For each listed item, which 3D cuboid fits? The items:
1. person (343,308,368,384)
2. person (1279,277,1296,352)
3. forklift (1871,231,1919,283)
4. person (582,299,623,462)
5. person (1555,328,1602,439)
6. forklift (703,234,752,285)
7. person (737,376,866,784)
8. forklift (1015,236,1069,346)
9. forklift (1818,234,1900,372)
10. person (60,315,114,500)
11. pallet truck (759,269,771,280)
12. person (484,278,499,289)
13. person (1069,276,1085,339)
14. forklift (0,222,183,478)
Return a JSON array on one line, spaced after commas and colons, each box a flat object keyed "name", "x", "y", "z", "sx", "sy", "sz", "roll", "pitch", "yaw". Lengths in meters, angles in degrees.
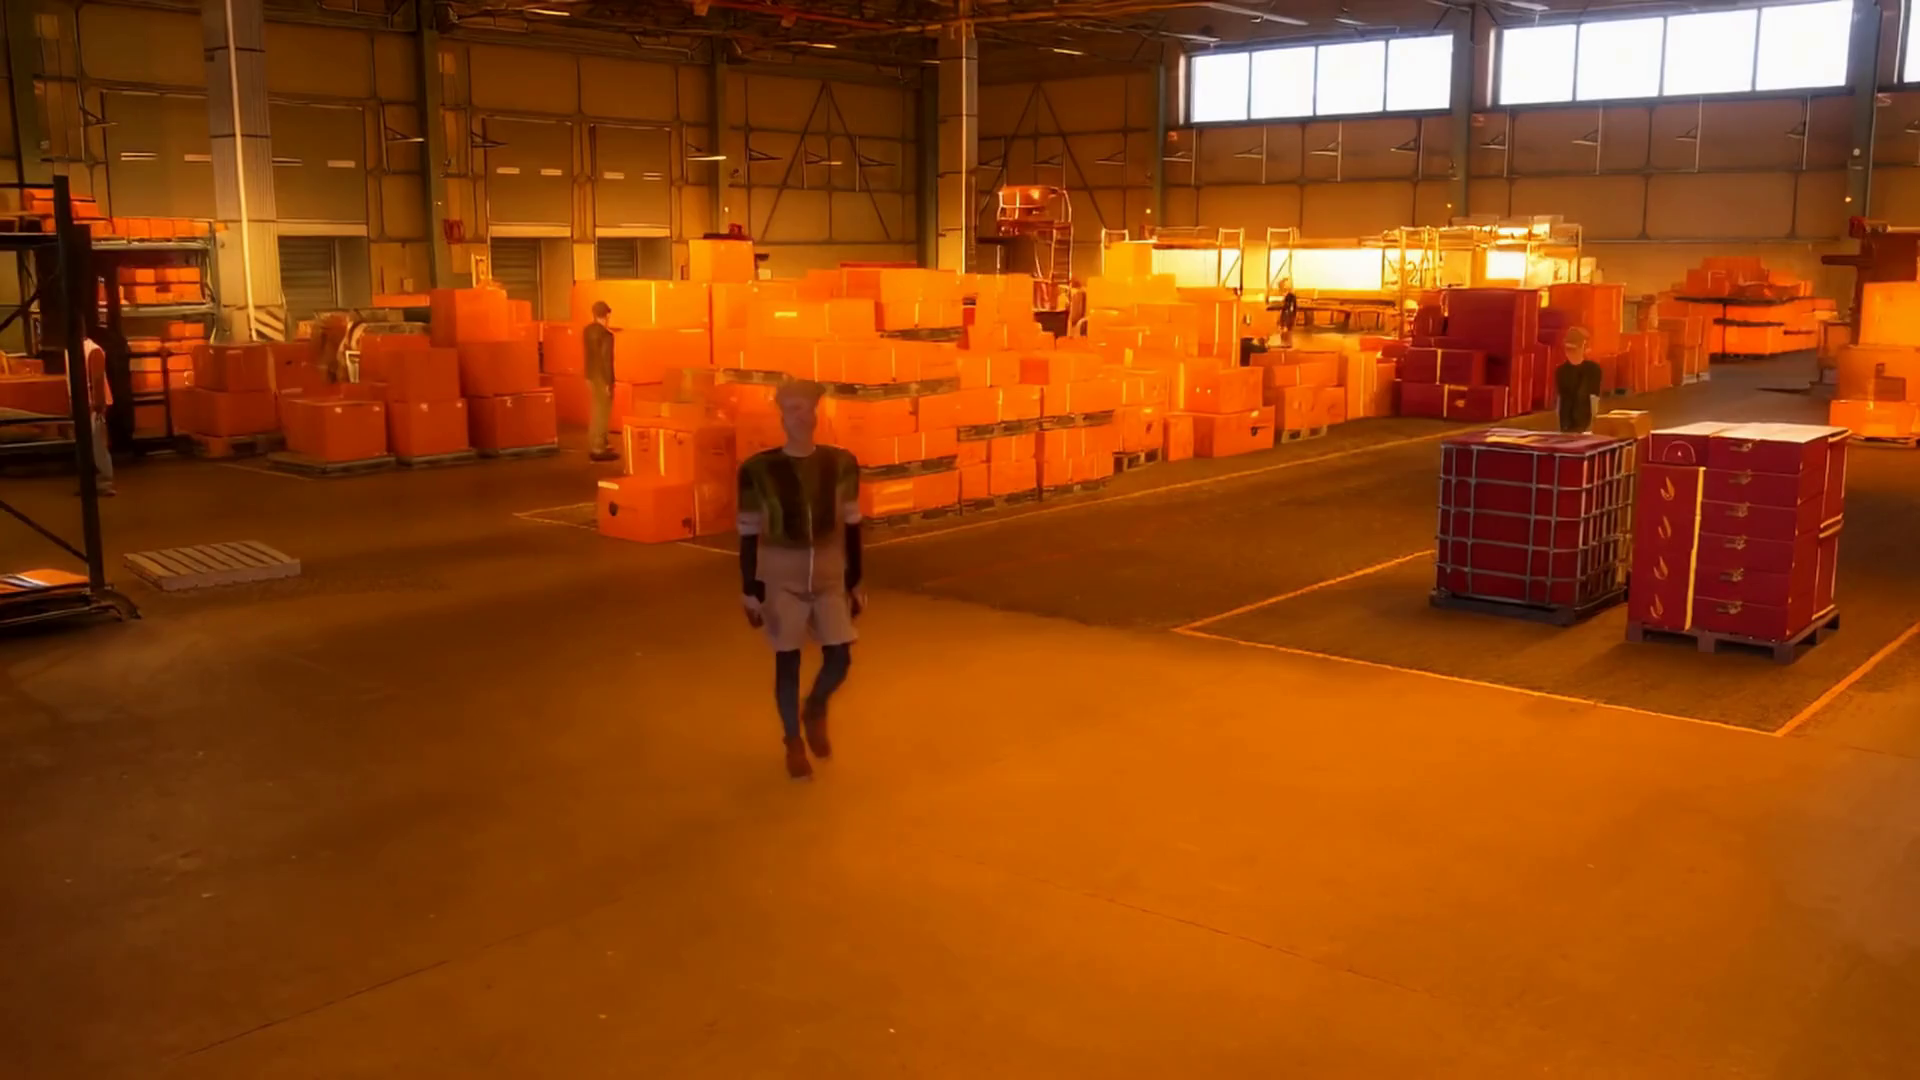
[{"name": "person", "x": -9.175, "y": -2.704, "z": 25.316, "sx": 0.522, "sy": 1.640, "sz": 0.306, "roll": 7, "pitch": 12, "yaw": 33}, {"name": "person", "x": 6.966, "y": -4.611, "z": 35.360, "sx": 0.453, "sy": 1.924, "sz": 0.568, "roll": 5, "pitch": 11, "yaw": 25}, {"name": "forklift", "x": 15.772, "y": -3.818, "z": 28.131, "sx": 1.873, "sy": 2.768, "sz": 1.129, "roll": 0, "pitch": 10, "yaw": 0}, {"name": "person", "x": -4.296, "y": -1.897, "z": 19.874, "sx": 0.352, "sy": 1.937, "sz": 0.635, "roll": -6, "pitch": 12, "yaw": -32}, {"name": "person", "x": 5.440, "y": -0.958, "z": 14.838, "sx": 0.907, "sy": 1.835, "sz": 0.537, "roll": -7, "pitch": 12, "yaw": -35}, {"name": "forklift", "x": -4.728, "y": -4.855, "z": 34.035, "sx": 1.129, "sy": 2.768, "sz": 1.873, "roll": 2, "pitch": 10, "yaw": 12}, {"name": "person", "x": -0.744, "y": 0.192, "z": 7.923, "sx": 0.634, "sy": 1.952, "sz": 0.422, "roll": -4, "pitch": 11, "yaw": -20}, {"name": "forklift", "x": 1.540, "y": -5.658, "z": 38.608, "sx": 1.873, "sy": 2.768, "sz": 1.129, "roll": 2, "pitch": 10, "yaw": 14}, {"name": "forklift", "x": 18.522, "y": -4.759, "z": 33.485, "sx": 1.873, "sy": 2.768, "sz": 1.129, "roll": 8, "pitch": 13, "yaw": 40}, {"name": "person", "x": -8.863, "y": -1.355, "z": 16.895, "sx": 0.597, "sy": 1.906, "sz": 0.414, "roll": 7, "pitch": 12, "yaw": 34}, {"name": "pallet truck", "x": -4.996, "y": -6.432, "z": 45.525, "sx": 1.885, "sy": 1.965, "sz": 0.823, "roll": -6, "pitch": 12, "yaw": -32}, {"name": "person", "x": -9.528, "y": -4.356, "z": 33.862, "sx": 0.342, "sy": 1.942, "sz": 0.552, "roll": 3, "pitch": 11, "yaw": 19}, {"name": "person", "x": 2.563, "y": -4.823, "z": 36.534, "sx": 0.355, "sy": 1.936, "sz": 0.635, "roll": 2, "pitch": 10, "yaw": 10}, {"name": "forklift", "x": -10.154, "y": -2.204, "z": 18.941, "sx": 1.129, "sy": 2.768, "sz": 1.873, "roll": 8, "pitch": 13, "yaw": 40}]
